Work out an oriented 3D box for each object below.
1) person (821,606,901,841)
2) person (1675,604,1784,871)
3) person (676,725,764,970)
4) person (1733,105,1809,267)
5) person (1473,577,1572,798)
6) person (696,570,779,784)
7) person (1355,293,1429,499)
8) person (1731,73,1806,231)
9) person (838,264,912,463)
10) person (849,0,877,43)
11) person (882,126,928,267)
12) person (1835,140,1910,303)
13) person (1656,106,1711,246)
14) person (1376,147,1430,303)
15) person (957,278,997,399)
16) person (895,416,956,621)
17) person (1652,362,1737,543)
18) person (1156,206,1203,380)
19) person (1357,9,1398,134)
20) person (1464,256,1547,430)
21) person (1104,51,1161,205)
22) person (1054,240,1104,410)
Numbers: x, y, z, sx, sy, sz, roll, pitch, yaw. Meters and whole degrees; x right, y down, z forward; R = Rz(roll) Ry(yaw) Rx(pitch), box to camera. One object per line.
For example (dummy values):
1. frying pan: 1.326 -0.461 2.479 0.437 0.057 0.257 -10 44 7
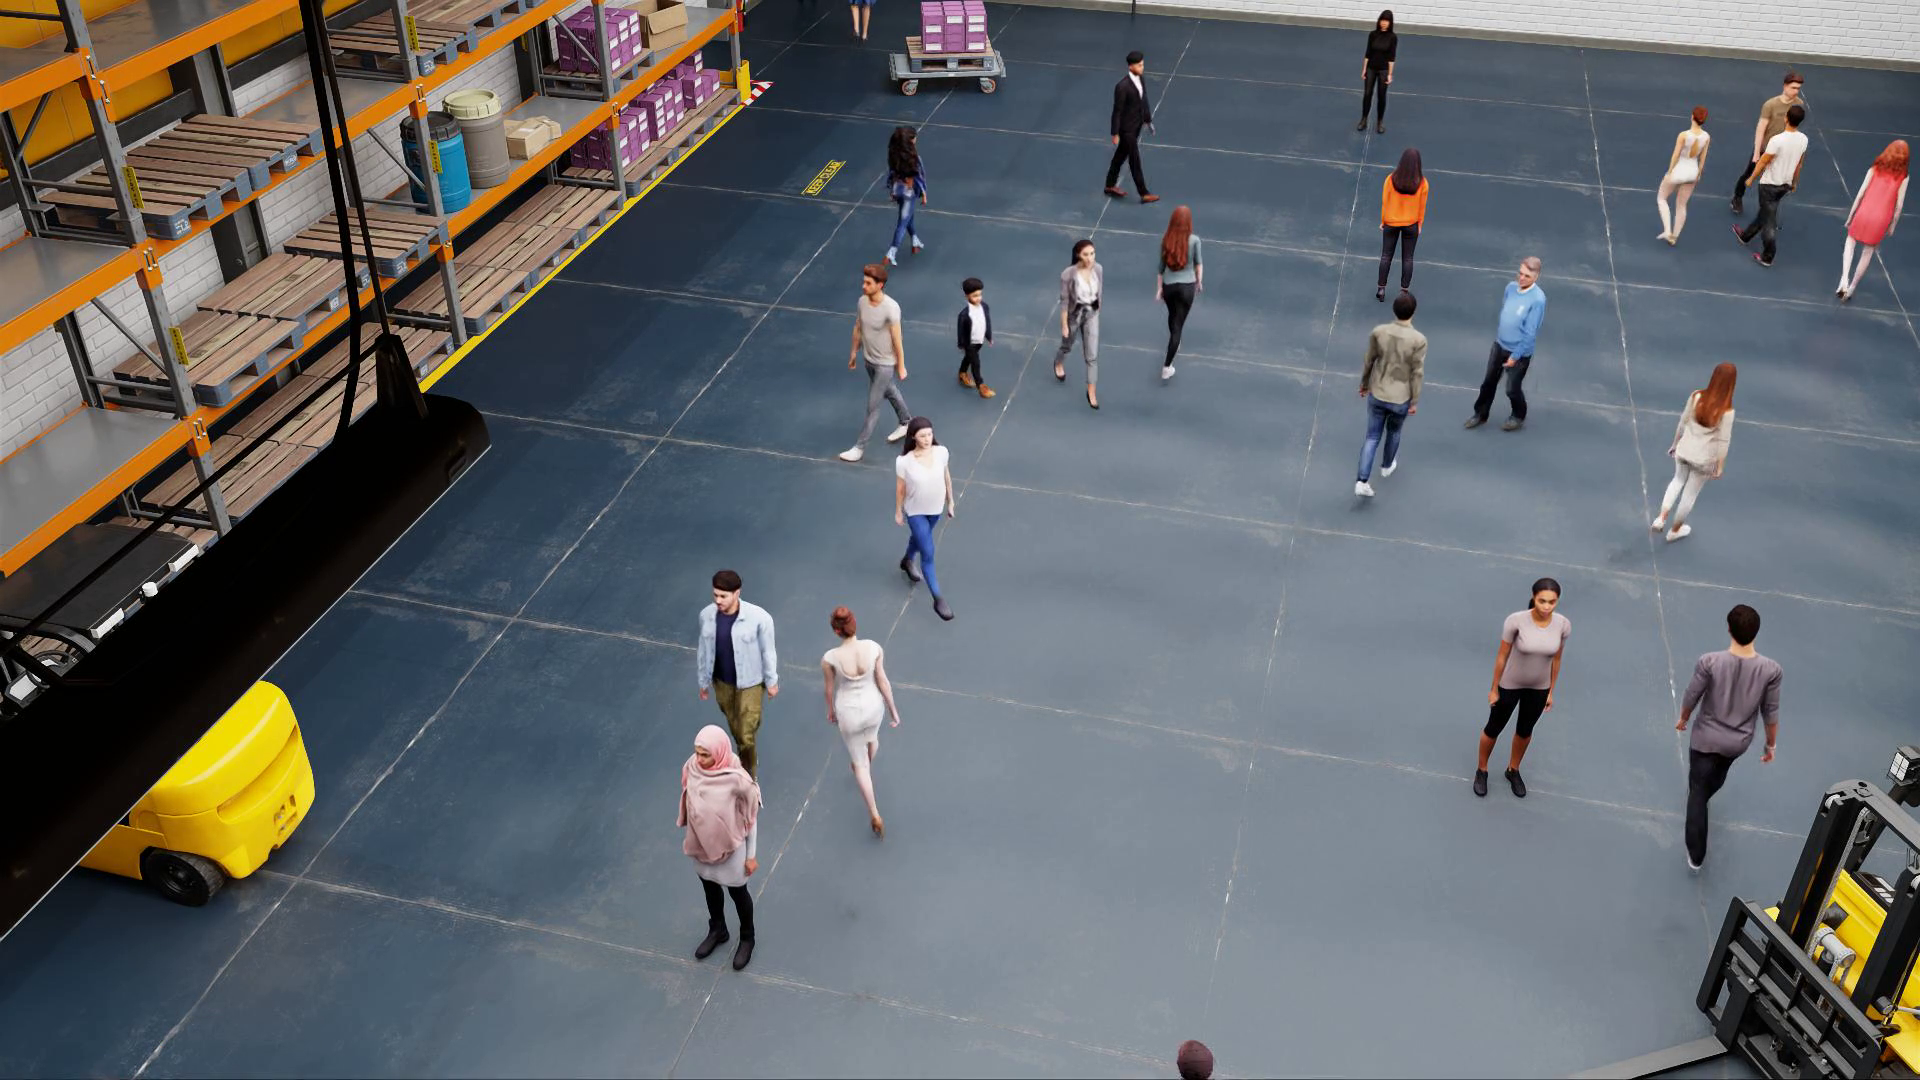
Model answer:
1. person: -0.656 1.241 10.921 0.956 1.750 1.110 -7 34 -10
2. person: 4.921 1.328 10.748 0.769 1.796 1.146 8 35 12
3. person: -1.433 1.834 9.979 0.657 1.803 0.616 12 36 18
4. person: 9.233 -3.954 18.719 1.009 1.770 1.150 -12 35 -17
5. person: 3.820 0.987 11.305 0.650 1.748 0.611 1 34 2
6. person: -1.478 0.922 11.360 0.718 1.794 0.794 11 35 16
7. person: 3.721 -1.204 14.531 0.852 1.824 1.207 16 37 23
8. person: 9.569 -4.653 19.743 0.929 1.799 1.338 -1 34 -1
9. person: -0.658 -1.654 15.191 1.299 1.844 1.093 -28 43 -35
10. person: -1.528 -8.510 25.559 0.734 1.785 0.764 0 34 0
11. person: -0.657 -3.835 18.711 0.869 1.579 1.127 23 40 30
12. person: 9.742 -3.369 17.799 0.720 1.814 0.748 18 37 24
13. person: 8.352 -4.156 19.146 0.660 1.633 0.686 -2 34 -3
14. person: 4.746 -3.381 17.876 0.622 1.748 0.558 11 35 15
15. person: 0.100 -2.012 16.318 0.846 1.193 0.842 -24 41 -32
16. person: -0.328 -0.251 13.266 1.099 1.637 1.134 -19 38 -26
17. person: 6.088 -0.687 13.862 0.860 1.704 0.802 -21 39 -28
18. person: 2.154 -2.412 16.468 0.637 1.692 1.172 11 35 16
19. person: 5.649 -6.337 22.422 0.600 1.637 0.563 15 37 22
20. person: 5.214 -1.810 15.479 0.995 1.785 0.937 -14 36 -20
21. person: 1.991 -5.062 20.318 1.011 1.844 1.125 20 39 27
22. person: 1.114 -2.148 16.124 1.022 1.633 1.187 -11 35 -16
